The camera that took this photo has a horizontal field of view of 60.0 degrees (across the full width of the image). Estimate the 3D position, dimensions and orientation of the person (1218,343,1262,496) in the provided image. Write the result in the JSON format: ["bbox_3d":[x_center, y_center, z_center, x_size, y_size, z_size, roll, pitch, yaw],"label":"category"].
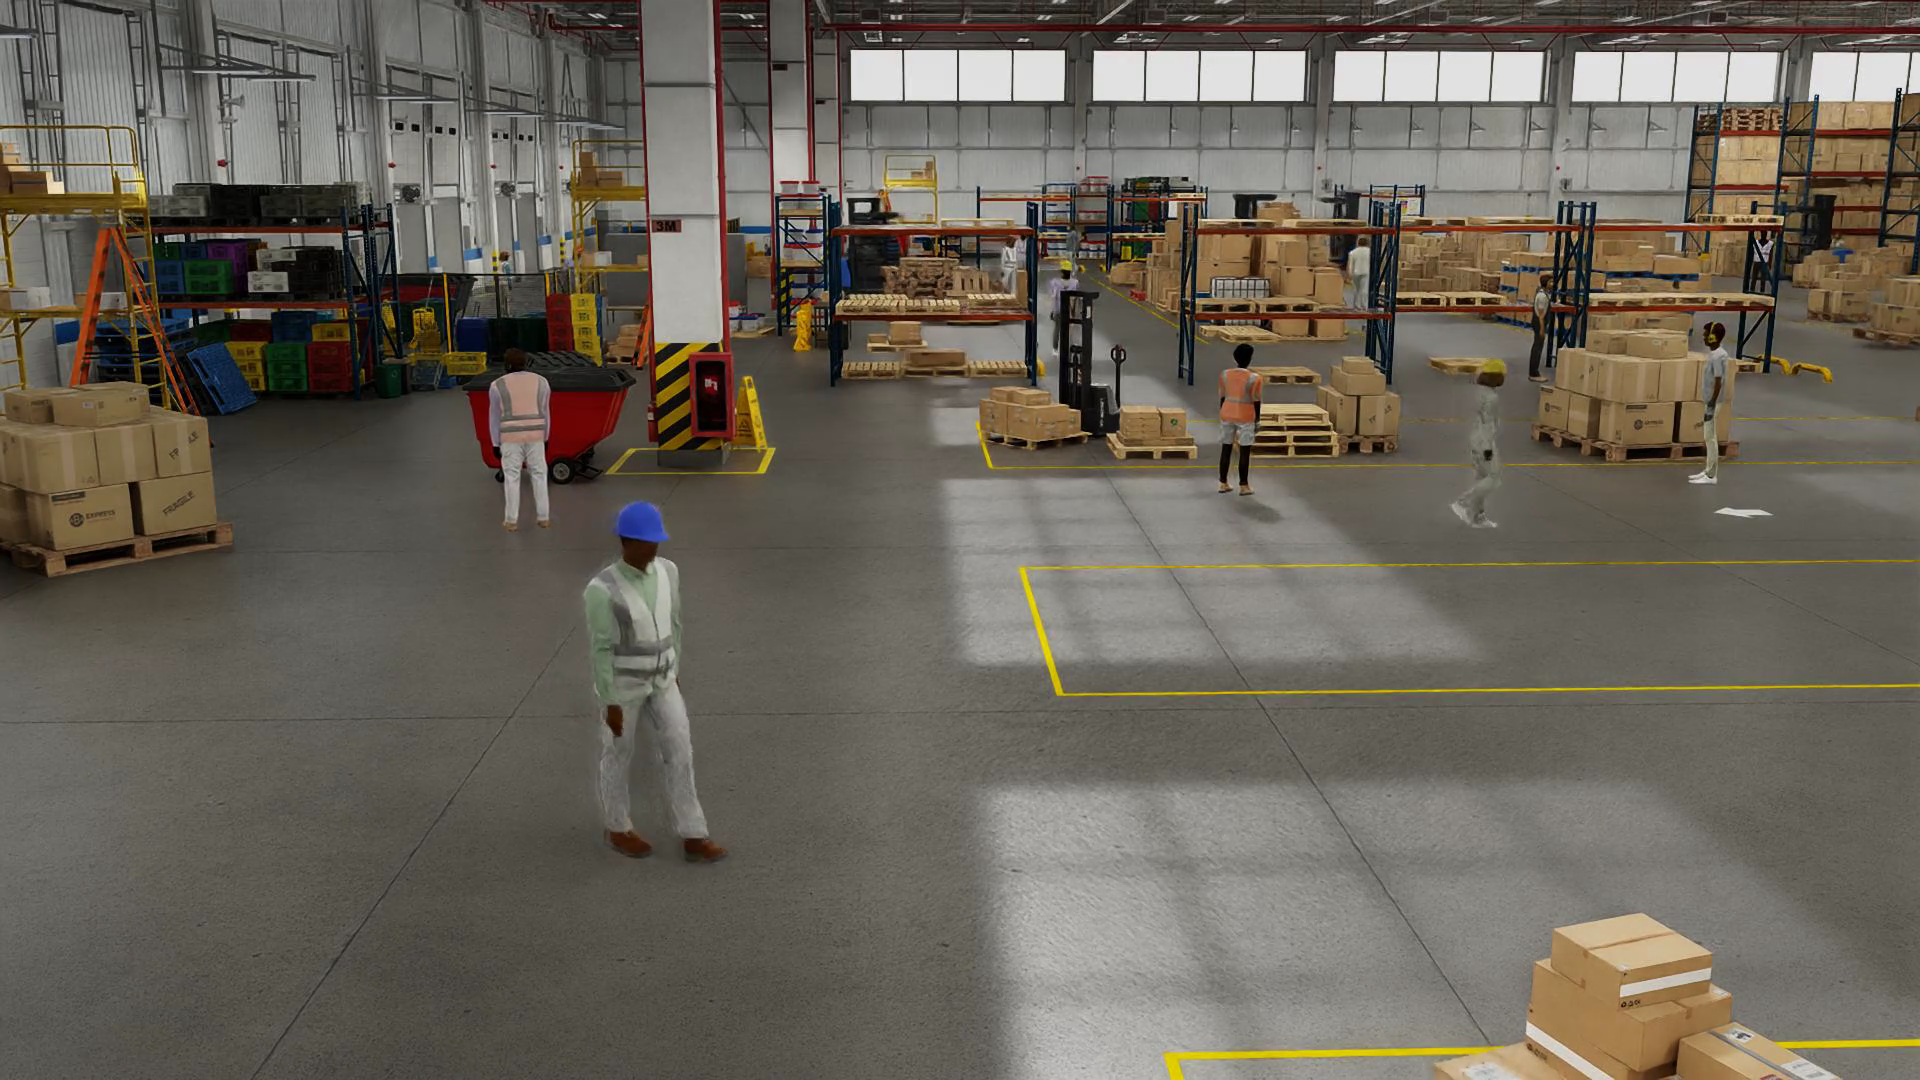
[{"bbox_3d":[3.105,-1.336,18.465,0.530,1.688,0.324,9,15,34],"label":"person"}]

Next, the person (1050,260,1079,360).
[{"bbox_3d":[2.001,-4.457,32.106,0.588,1.892,0.917,-2,13,-7],"label":"person"}]

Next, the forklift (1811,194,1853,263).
[{"bbox_3d":[27.836,-9.748,53.733,1.873,2.768,1.129,1,13,4],"label":"forklift"}]

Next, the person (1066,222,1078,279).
[{"bbox_3d":[3.635,-9.453,54.545,0.372,1.940,0.630,-5,13,-21],"label":"person"}]

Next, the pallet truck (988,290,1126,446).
[{"bbox_3d":[1.257,-2.299,22.111,1.885,1.965,0.823,-9,15,-35],"label":"pallet truck"}]

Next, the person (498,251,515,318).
[{"bbox_3d":[-11.166,-6.260,40.833,0.313,1.634,0.515,-10,16,-38],"label":"person"}]

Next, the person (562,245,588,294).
[{"bbox_3d":[-8.924,-5.876,38.493,0.648,1.895,0.460,-5,14,-23],"label":"person"}]

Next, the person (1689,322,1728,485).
[{"bbox_3d":[8.610,-1.562,19.084,0.311,1.865,0.535,6,14,24],"label":"person"}]

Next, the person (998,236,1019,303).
[{"bbox_3d":[1.299,-7.346,45.232,0.587,1.862,0.787,-9,15,-35],"label":"person"}]

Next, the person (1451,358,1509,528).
[{"bbox_3d":[5.240,-0.961,16.662,0.424,1.727,0.510,1,13,6],"label":"person"}]

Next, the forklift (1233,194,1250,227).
[{"bbox_3d":[9.242,-9.986,54.806,1.873,2.768,1.129,0,12,-2],"label":"forklift"}]

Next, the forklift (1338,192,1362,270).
[{"bbox_3d":[14.084,-11.104,59.855,1.873,2.768,1.129,0,12,-2],"label":"forklift"}]

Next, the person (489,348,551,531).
[{"bbox_3d":[-4.402,-1.007,16.671,0.624,1.834,0.430,-7,14,-29],"label":"person"}]

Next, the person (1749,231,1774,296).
[{"bbox_3d":[23.129,-8.000,48.032,0.595,1.918,0.387,6,14,24],"label":"person"}]

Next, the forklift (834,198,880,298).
[{"bbox_3d":[-2.746,-8.345,47.400,1.129,2.768,1.873,-8,15,-33],"label":"forklift"}]

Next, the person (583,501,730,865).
[{"bbox_3d":[-1.548,0.761,8.470,0.865,1.914,0.651,10,16,38],"label":"person"}]

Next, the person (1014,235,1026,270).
[{"bbox_3d":[1.876,-8.515,50.481,0.560,1.882,1.011,-6,14,-27],"label":"person"}]

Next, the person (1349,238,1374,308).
[{"bbox_3d":[10.349,-6.840,42.873,0.647,1.893,1.009,2,13,8],"label":"person"}]

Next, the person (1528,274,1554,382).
[{"bbox_3d":[9.952,-3.631,28.471,0.344,1.845,0.506,4,13,16],"label":"person"}]

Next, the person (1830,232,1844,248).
[{"bbox_3d":[28.627,-9.253,54.390,0.819,1.606,0.502,-12,17,-42],"label":"person"}]
